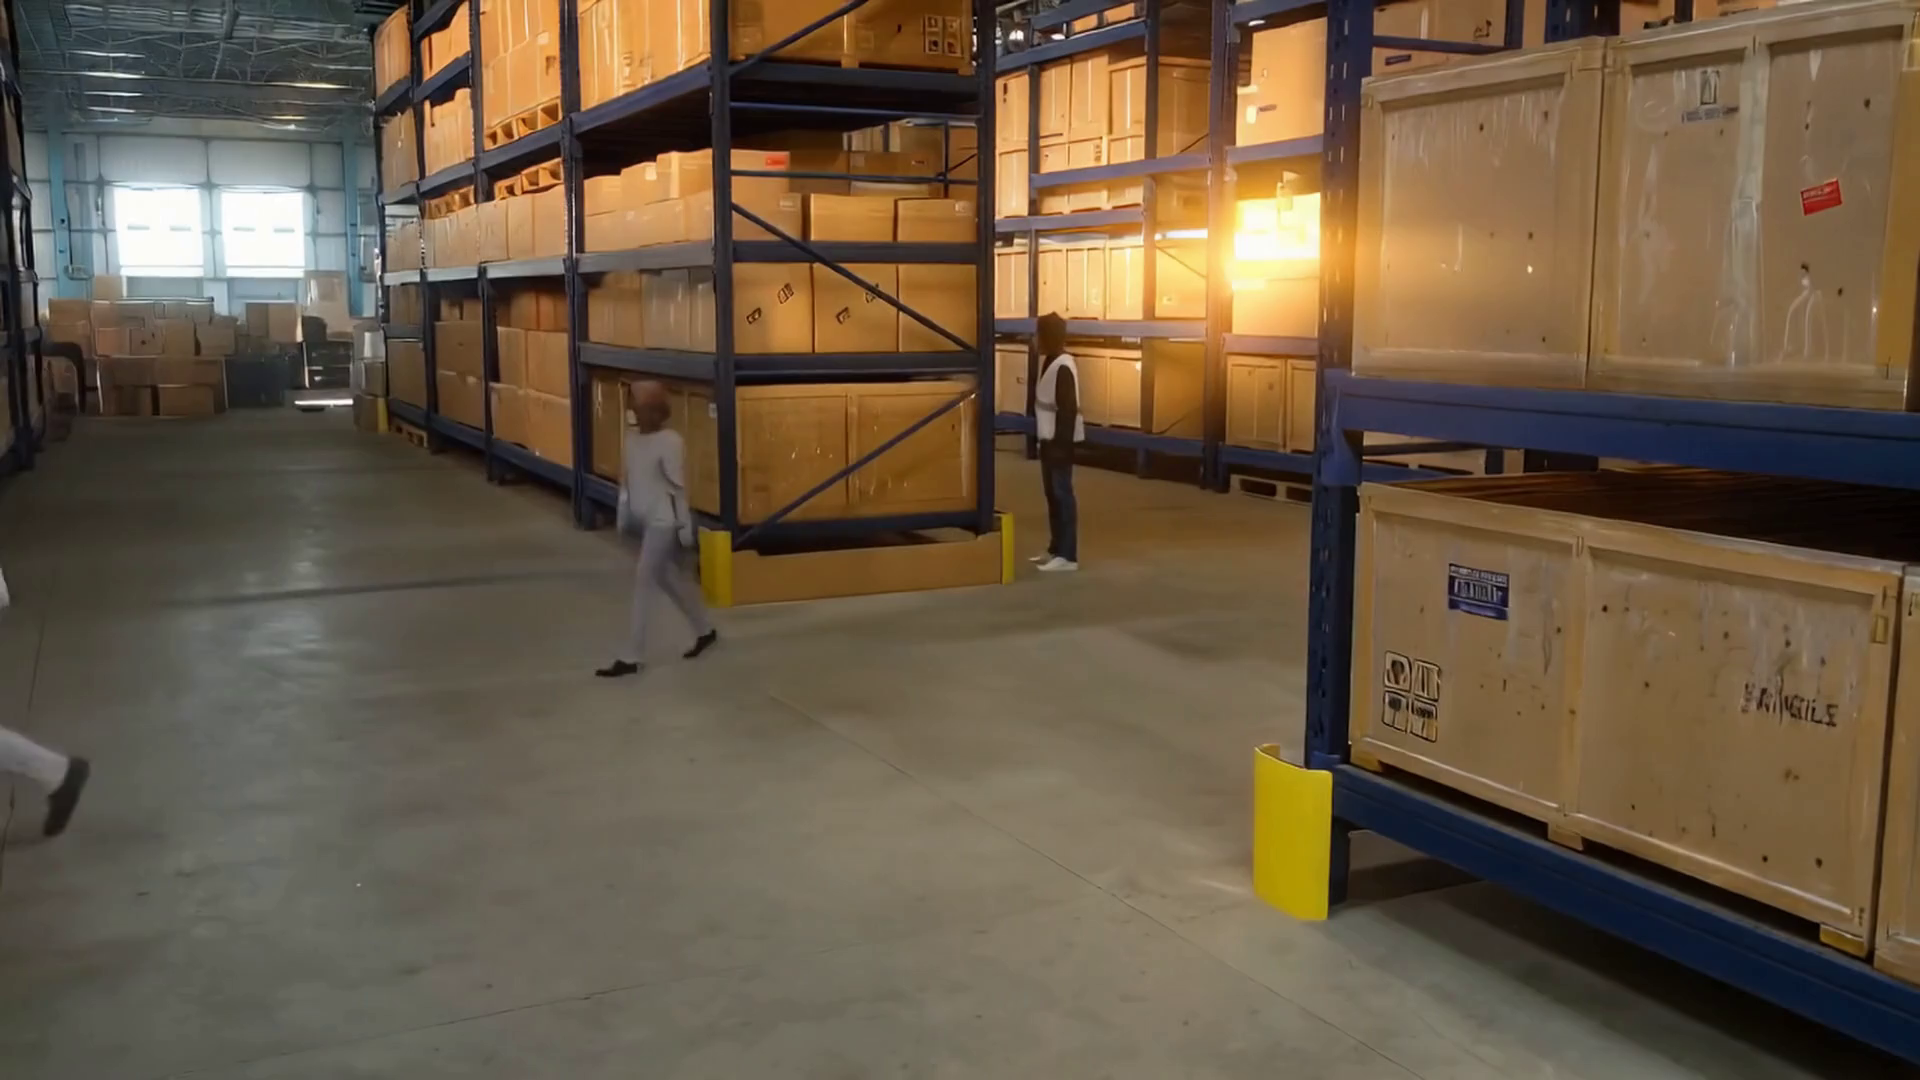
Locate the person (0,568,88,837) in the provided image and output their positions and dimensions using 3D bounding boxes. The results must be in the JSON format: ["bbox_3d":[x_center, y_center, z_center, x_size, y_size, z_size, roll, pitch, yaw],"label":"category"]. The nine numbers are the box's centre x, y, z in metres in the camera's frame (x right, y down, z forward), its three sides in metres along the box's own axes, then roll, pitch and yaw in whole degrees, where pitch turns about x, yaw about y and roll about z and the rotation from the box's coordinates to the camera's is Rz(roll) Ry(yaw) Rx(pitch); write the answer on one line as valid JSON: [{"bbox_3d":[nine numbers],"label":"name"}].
[{"bbox_3d":[-3.588,0.255,5.962,0.595,1.830,0.574,-7,11,-39],"label":"person"}]

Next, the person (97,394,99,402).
[{"bbox_3d":[-16.351,-3.630,32.388,1.057,1.937,0.641,-1,8,-8],"label":"person"}]

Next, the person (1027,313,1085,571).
[{"bbox_3d":[0.730,-0.729,12.419,0.373,1.916,0.596,-1,8,-10],"label":"person"}]

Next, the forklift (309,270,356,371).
[{"bbox_3d":[-17.534,-6.119,46.287,1.129,2.768,1.873,-4,9,-26],"label":"forklift"}]

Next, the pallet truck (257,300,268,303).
[{"bbox_3d":[-23.913,-7.404,58.171,1.885,1.965,0.823,-1,8,-9],"label":"pallet truck"}]

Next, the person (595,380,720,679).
[{"bbox_3d":[-1.643,-0.084,9.084,0.849,1.594,0.517,-8,11,-42],"label":"person"}]
